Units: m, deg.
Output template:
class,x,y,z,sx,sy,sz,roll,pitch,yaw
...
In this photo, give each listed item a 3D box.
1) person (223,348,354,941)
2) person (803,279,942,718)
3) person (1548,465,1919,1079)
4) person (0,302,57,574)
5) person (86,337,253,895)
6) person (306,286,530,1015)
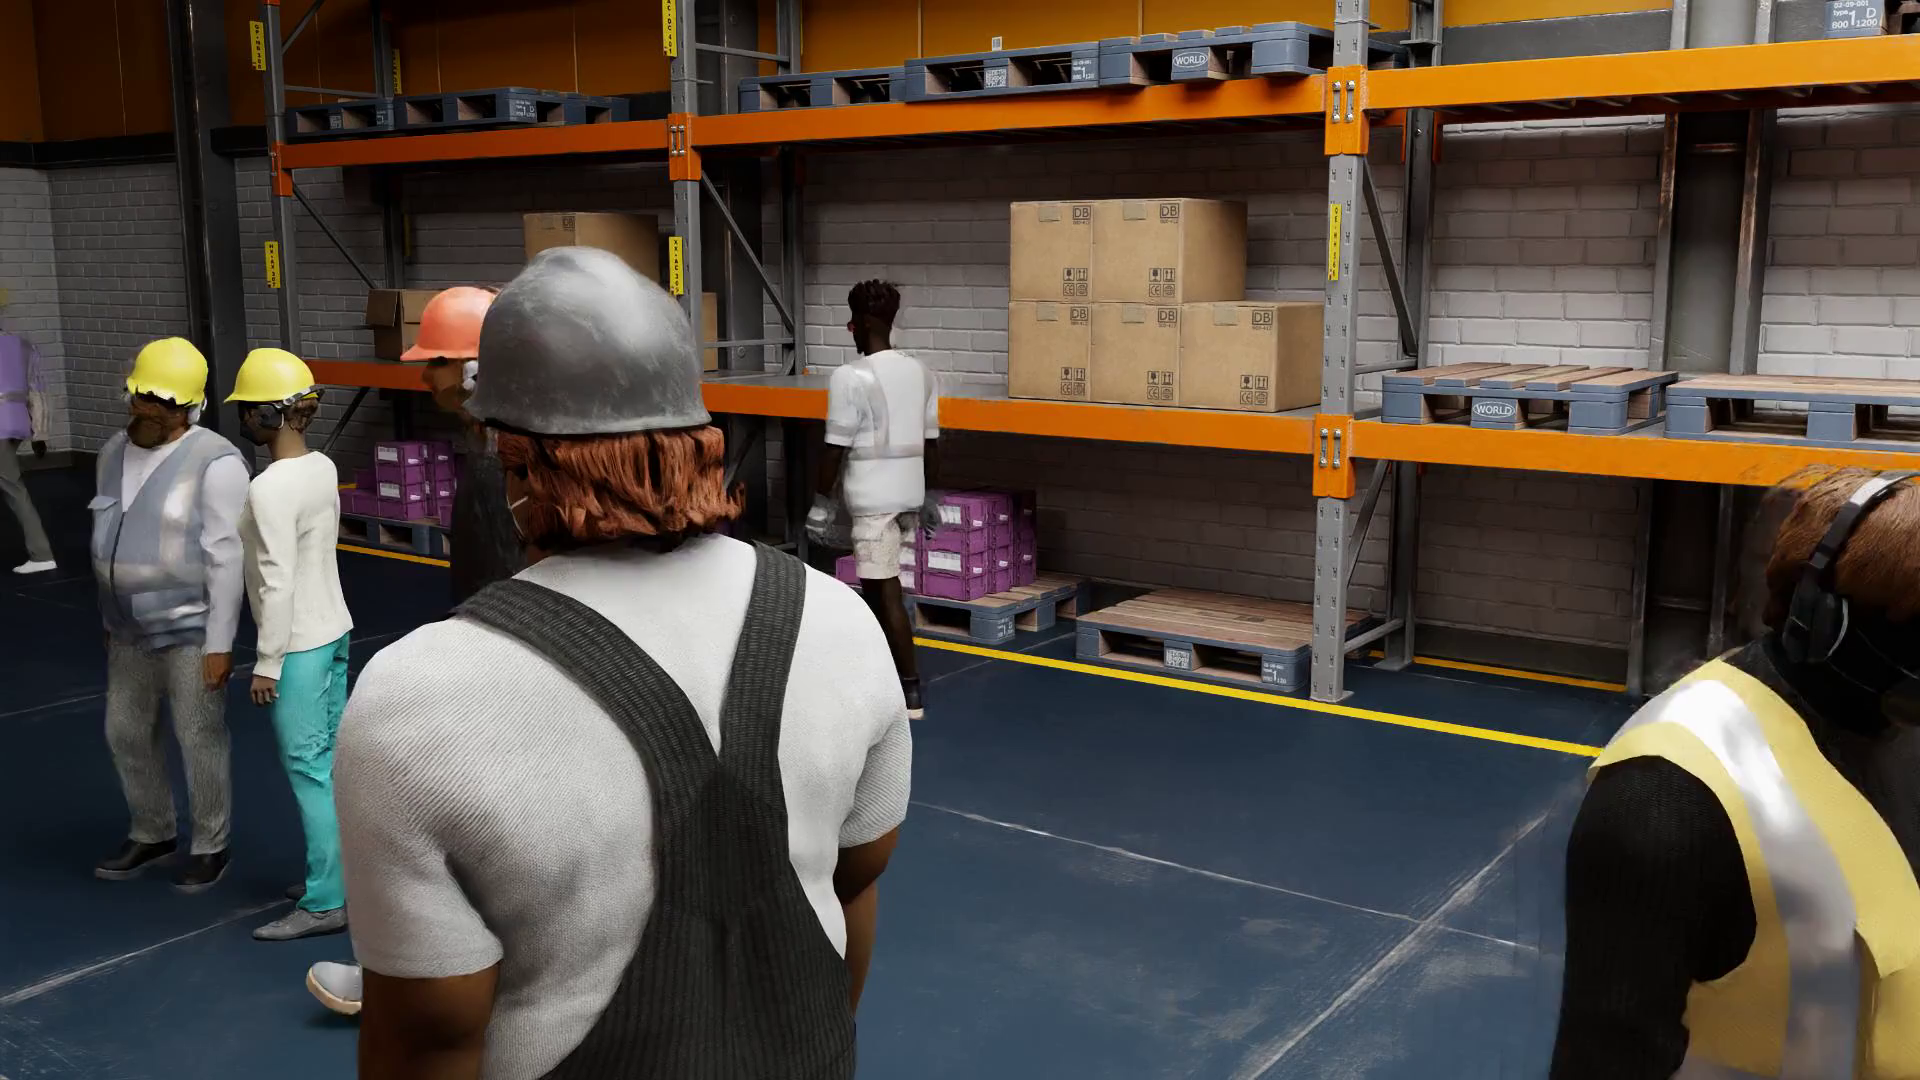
class,x,y,z,sx,sy,sz,roll,pitch,yaw
person,-2.002,0.312,5.001,0.313,1.768,0.527,-1,10,-4
person,-0.445,-0.190,7.484,0.826,1.935,0.614,7,12,35
person,1.071,0.801,2.007,0.650,1.783,0.970,-7,12,-36
person,-6.311,-0.710,10.755,0.988,1.875,0.589,2,10,11
person,-2.495,0.257,5.255,0.631,1.797,0.416,4,10,22
person,-1.247,0.317,4.415,1.038,1.942,0.605,0,10,-2
